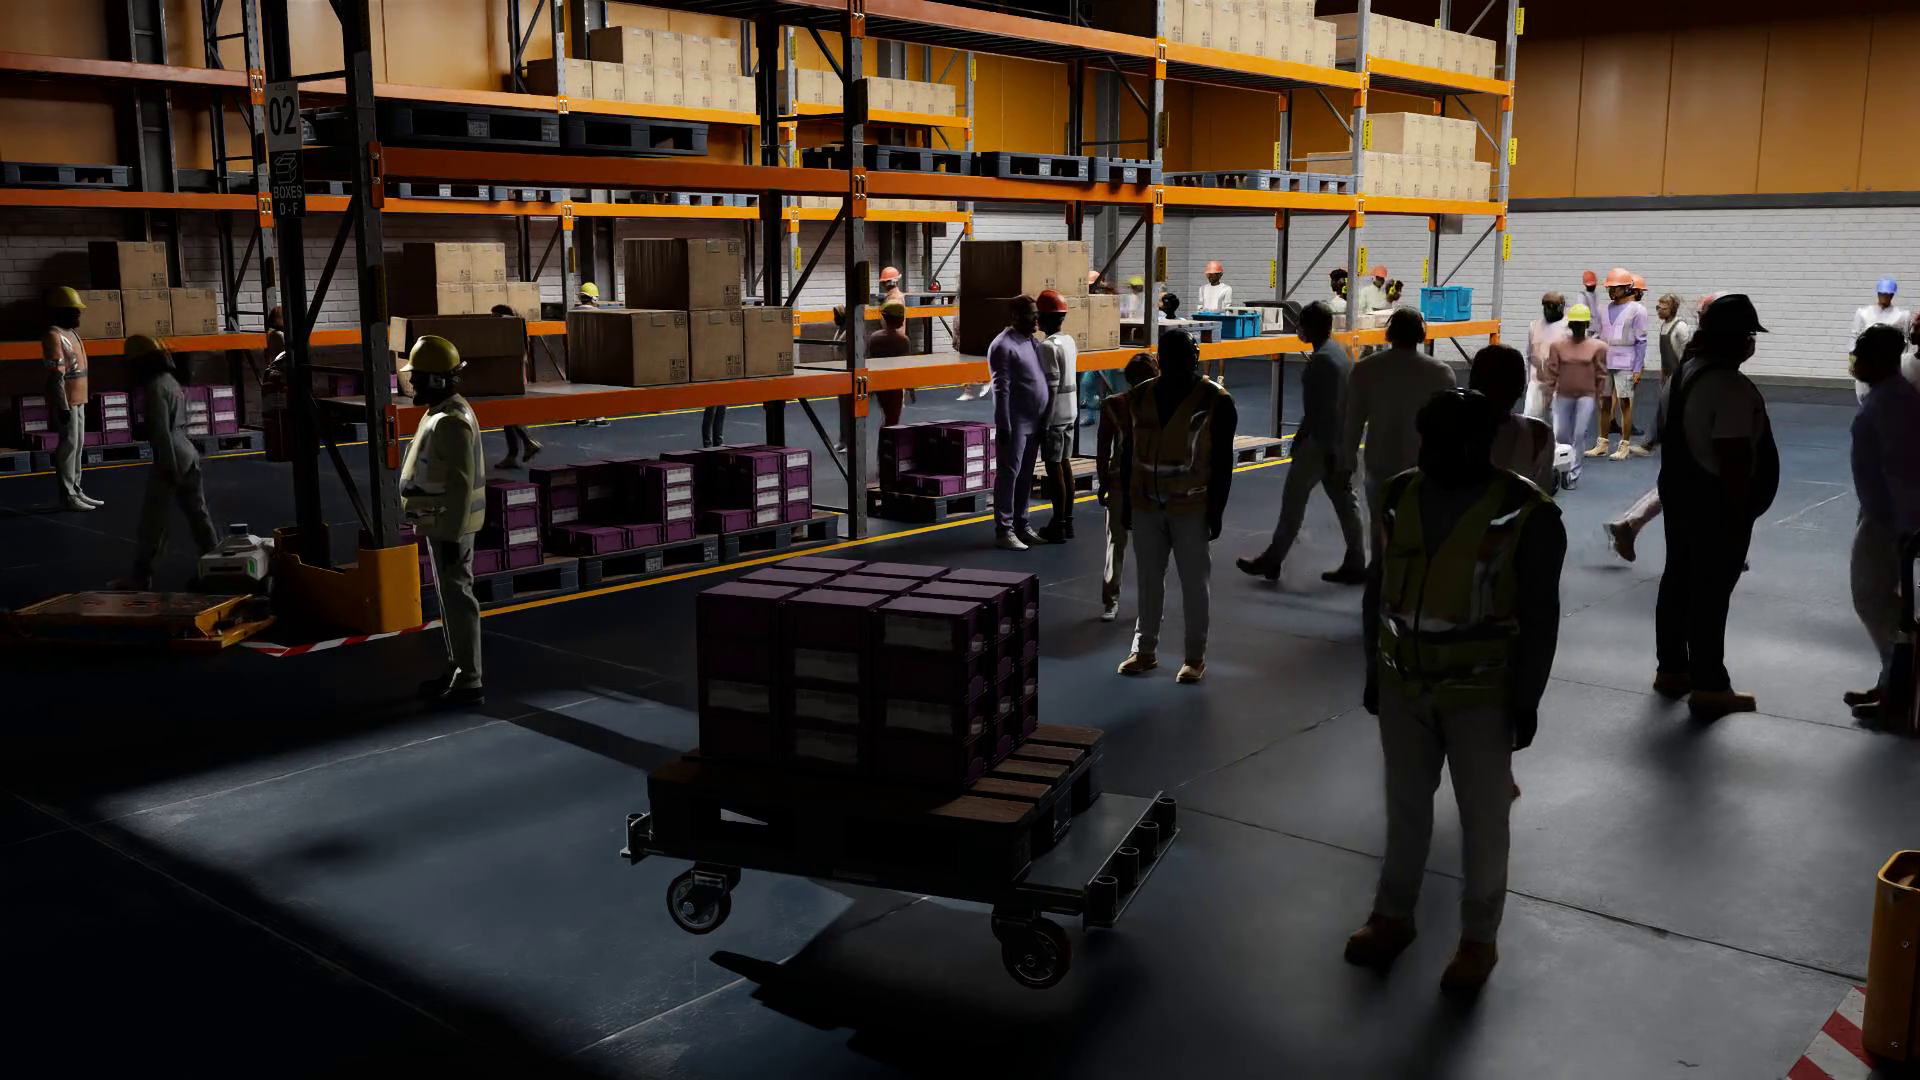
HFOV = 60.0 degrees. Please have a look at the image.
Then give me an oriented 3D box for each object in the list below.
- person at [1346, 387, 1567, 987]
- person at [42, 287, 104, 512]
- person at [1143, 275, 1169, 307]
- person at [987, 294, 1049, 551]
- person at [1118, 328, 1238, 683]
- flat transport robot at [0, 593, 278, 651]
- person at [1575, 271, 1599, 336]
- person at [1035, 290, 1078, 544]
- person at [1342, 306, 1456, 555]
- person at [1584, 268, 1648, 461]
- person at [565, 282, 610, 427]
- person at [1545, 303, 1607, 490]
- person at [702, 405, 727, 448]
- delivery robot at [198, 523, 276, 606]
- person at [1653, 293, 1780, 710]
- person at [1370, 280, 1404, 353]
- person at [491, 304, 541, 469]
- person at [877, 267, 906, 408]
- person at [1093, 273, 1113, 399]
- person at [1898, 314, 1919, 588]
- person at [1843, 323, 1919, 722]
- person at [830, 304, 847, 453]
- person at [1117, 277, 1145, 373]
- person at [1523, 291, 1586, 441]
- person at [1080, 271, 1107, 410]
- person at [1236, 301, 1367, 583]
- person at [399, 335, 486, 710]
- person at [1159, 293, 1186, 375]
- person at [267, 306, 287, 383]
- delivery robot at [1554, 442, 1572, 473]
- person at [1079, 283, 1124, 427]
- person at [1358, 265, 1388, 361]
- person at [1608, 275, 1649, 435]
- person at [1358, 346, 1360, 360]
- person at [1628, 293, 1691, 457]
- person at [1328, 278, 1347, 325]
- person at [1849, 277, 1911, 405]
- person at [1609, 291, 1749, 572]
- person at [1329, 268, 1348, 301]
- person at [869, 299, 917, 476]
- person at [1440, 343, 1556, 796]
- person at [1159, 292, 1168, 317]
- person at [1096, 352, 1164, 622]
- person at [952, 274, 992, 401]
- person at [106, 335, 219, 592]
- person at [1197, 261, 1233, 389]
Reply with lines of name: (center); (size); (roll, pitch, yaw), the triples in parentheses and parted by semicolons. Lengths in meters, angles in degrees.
person: (1.510, 0.447, 5.144); (0.624, 1.839, 0.430); (10, 14, 44)
person: (-7.644, -1.208, 14.314); (0.373, 1.923, 0.595); (-3, 10, -14)
person: (2.859, -2.930, 24.250); (0.427, 1.877, 0.749); (0, 10, 0)
person: (0.473, -0.886, 12.528); (0.406, 1.911, 0.638); (6, 11, 29)
person: (1.110, -0.180, 8.699); (0.627, 1.845, 0.429); (6, 12, 31)
flat transport robot: (-4.763, 0.457, 9.539); (1.431, 0.197, 0.652); (1, 10, 4)
person: (10.167, -3.411, 26.992); (0.622, 1.892, 0.437); (-9, 13, -41)
person: (0.702, -0.937, 12.735); (0.376, 1.939, 0.547); (4, 11, 23)
person: (2.722, -0.483, 10.250); (0.658, 1.894, 0.994); (4, 11, 22)
person: (6.968, -1.861, 17.697); (0.393, 2.041, 0.614); (-6, 12, -32)
person: (-4.678, -2.328, 20.992); (0.583, 1.823, 0.403); (3, 11, 19)
person: (5.816, -1.362, 15.685); (0.536, 1.747, 0.597); (6, 11, 29)
person: (-2.594, -1.682, 17.840); (0.274, 1.632, 0.503); (5, 11, 26)
delivery robot: (-4.434, 0.142, 10.262); (0.477, 0.478, 0.707); (-2, 10, -9)
person: (3.760, -0.201, 8.251); (0.536, 2.000, 0.681); (0, 10, -2)
person: (5.704, -2.594, 22.516); (0.554, 1.830, 0.553); (5, 11, 25)
person: (-4.595, -1.561, 16.973); (0.387, 1.681, 0.544); (-1, 10, -4)
person: (-0.958, -2.863, 23.546); (0.382, 1.993, 0.609); (-3, 10, -16)
person: (2.069, -3.091, 25.199); (0.591, 1.872, 0.904); (-1, 10, -3)
person: (6.368, -0.589, 11.018); (0.580, 1.835, 0.915); (5, 11, 27)
person: (4.480, -0.093, 8.052); (0.474, 1.896, 0.658); (6, 12, 30)
person: (-1.264, -1.780, 18.385); (0.312, 1.639, 0.520); (-4, 11, -20)
person: (3.207, -3.839, 29.828); (0.825, 1.739, 0.531); (1, 10, 3)
person: (6.015, -1.610, 16.903); (0.435, 1.828, 0.630); (-9, 13, -42)
person: (1.865, -2.777, 23.212); (0.373, 1.934, 0.551); (-9, 14, -42)
person: (2.340, -0.653, 11.226); (0.973, 1.891, 0.635); (4, 11, 21)
person: (-2.540, -0.086, 8.189); (0.404, 1.830, 0.601); (-4, 11, -21)
person: (2.610, -2.230, 20.785); (0.532, 1.696, 0.319); (6, 12, 33)
person: (-7.267, -1.694, 17.904); (0.280, 1.636, 0.500); (-8, 13, -38)
delivery robot: (5.381, -0.764, 15.405); (0.477, 0.478, 0.707); (9, 13, 42)
person: (1.745, -2.302, 20.849); (0.696, 1.822, 0.593); (-10, 14, -44)
person: (6.633, -3.425, 26.761); (0.621, 1.980, 0.556); (-4, 11, -23)
person: (8.087, -2.232, 20.115); (0.364, 1.934, 0.553); (-4, 11, -22)
person: (5.283, -2.592, 23.026); (0.560, 1.619, 0.540); (-2, 10, -10)
person: (7.742, -1.770, 17.953); (1.023, 1.792, 0.566); (1, 10, 4)
person: (5.105, -2.573, 22.266); (0.329, 1.865, 0.518); (-4, 11, -24)
person: (10.756, -2.114, 19.461); (0.599, 1.927, 0.796); (8, 13, 37)
person: (5.074, -0.746, 11.582); (0.858, 1.967, 0.611); (0, 10, 0)
person: (5.432, -2.890, 23.778); (0.374, 1.963, 0.607); (-1, 10, -5)
person: (-0.663, -1.509, 16.530); (0.546, 1.746, 0.526); (10, 14, 44)
person: (2.182, 0.119, 6.939); (0.592, 1.884, 0.471); (-2, 10, -9)
person: (2.858, -2.697, 23.623); (0.268, 1.632, 0.507); (-2, 10, -10)
person: (1.075, -0.316, 10.051); (0.513, 1.639, 0.313); (1, 10, 3)
person: (0.139, -2.993, 24.603); (0.489, 1.879, 0.662); (-7, 12, -35)
person: (-5.227, -0.486, 10.843); (0.806, 1.683, 0.502); (-1, 10, -6)
person: (4.040, -3.416, 26.554); (0.614, 2.041, 0.376); (8, 13, 38)
